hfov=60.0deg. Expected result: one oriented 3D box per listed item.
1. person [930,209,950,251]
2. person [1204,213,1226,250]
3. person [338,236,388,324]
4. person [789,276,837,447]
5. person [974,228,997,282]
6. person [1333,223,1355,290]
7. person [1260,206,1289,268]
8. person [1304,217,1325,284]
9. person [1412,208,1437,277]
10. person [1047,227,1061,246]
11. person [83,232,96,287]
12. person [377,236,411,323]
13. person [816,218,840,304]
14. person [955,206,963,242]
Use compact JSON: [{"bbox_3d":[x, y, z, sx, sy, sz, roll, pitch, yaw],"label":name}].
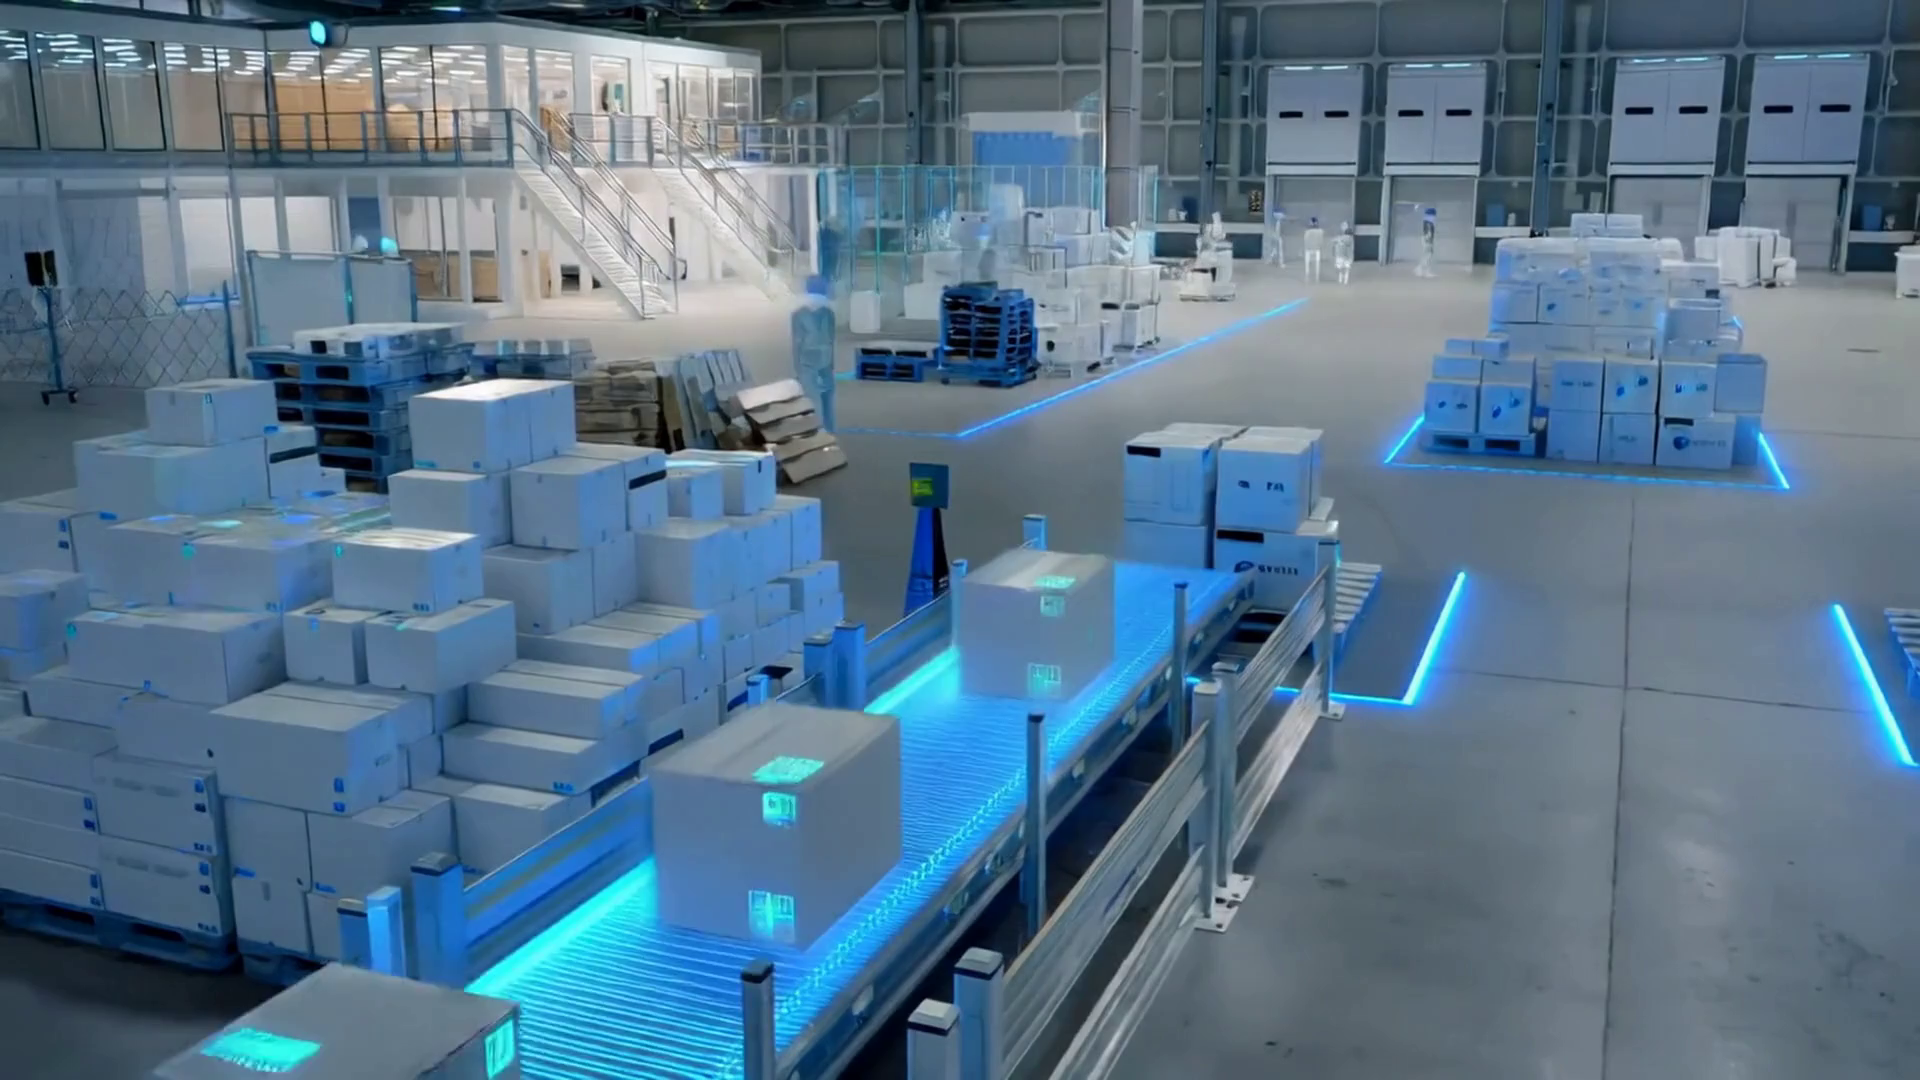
[{"bbox_3d":[-0.523,-8.254,46.346,0.621,1.937,0.411,-2,13,-7],"label":"person"},{"bbox_3d":[7.203,-8.343,47.078,0.648,1.799,0.962,-2,13,-7],"label":"person"},{"bbox_3d":[-9.290,-3.734,25.833,0.884,2.000,0.685,9,15,34],"label":"person"},{"bbox_3d":[-1.594,-1.900,17.933,0.552,1.898,0.983,-7,15,-30],"label":"person"},{"bbox_3d":[0.491,-4.540,29.601,1.098,1.989,0.607,-1,13,-5],"label":"person"},{"bbox_3d":[9.705,-7.175,42.051,0.550,1.686,0.369,3,13,15],"label":"person"},{"bbox_3d":[9.708,-9.303,51.108,0.791,1.905,0.597,4,13,17],"label":"person"},{"bbox_3d":[9.404,-7.685,44.183,0.533,1.765,0.330,3,13,15],"label":"person"},{"bbox_3d":[13.249,-8.450,47.253,0.541,1.924,0.571,9,16,36],"label":"person"},{"bbox_3d":[1.858,-5.395,33.670,0.318,1.870,0.531,7,15,30],"label":"person"},{"bbox_3d":[-21.787,-7.177,41.616,0.797,1.886,0.649,-7,15,-30],"label":"person"},{"bbox_3d":[-9.399,-4.082,27.647,0.586,1.928,0.369,-8,15,-31],"label":"person"},{"bbox_3d":[-2.993,-6.335,37.781,0.402,1.926,0.634,12,17,43],"label":"person"},{"bbox_3d":[-0.005,-8.455,47.113,0.621,1.992,0.397,4,13,19],"label":"person"}]
